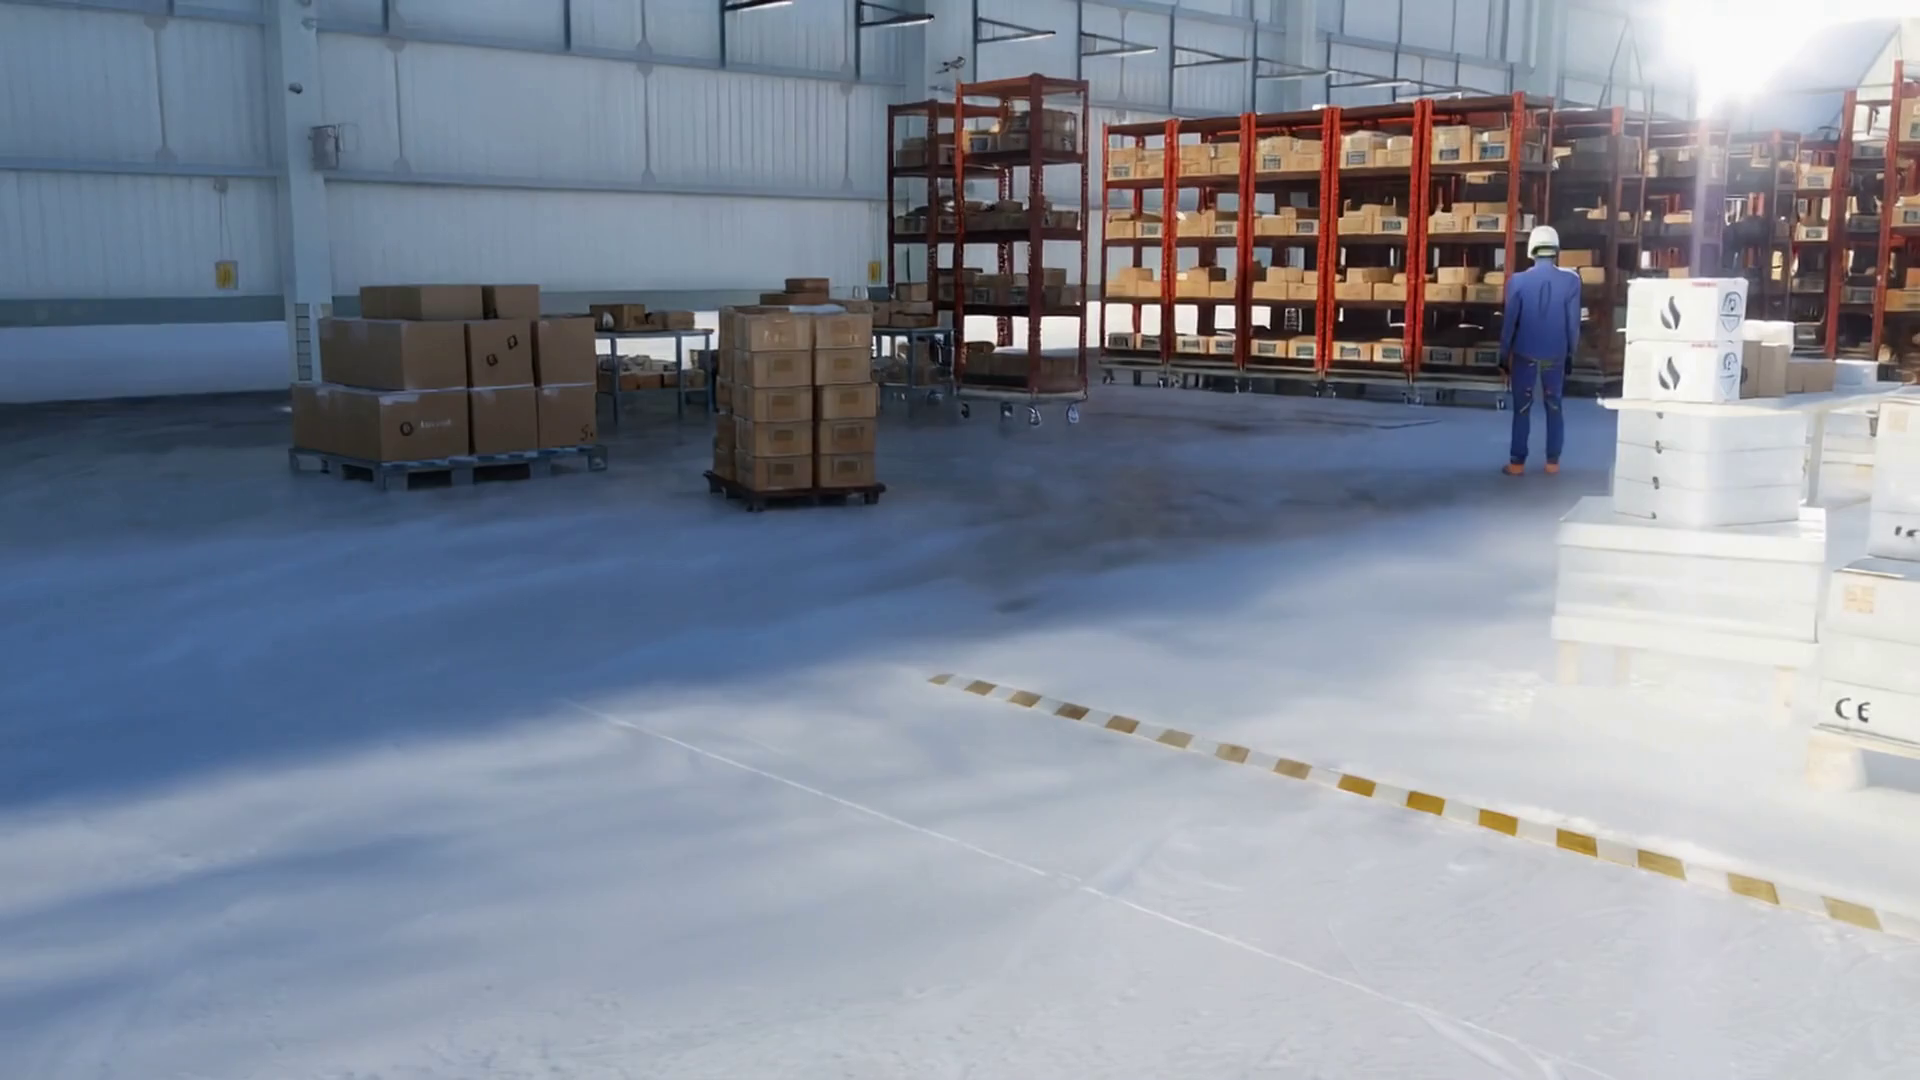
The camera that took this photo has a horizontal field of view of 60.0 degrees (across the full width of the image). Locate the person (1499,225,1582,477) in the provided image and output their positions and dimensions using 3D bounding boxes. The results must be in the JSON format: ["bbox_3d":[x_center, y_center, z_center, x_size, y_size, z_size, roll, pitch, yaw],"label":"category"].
[{"bbox_3d":[4.598,-1.487,13.213,0.622,1.992,0.386,0,9,1],"label":"person"}]
